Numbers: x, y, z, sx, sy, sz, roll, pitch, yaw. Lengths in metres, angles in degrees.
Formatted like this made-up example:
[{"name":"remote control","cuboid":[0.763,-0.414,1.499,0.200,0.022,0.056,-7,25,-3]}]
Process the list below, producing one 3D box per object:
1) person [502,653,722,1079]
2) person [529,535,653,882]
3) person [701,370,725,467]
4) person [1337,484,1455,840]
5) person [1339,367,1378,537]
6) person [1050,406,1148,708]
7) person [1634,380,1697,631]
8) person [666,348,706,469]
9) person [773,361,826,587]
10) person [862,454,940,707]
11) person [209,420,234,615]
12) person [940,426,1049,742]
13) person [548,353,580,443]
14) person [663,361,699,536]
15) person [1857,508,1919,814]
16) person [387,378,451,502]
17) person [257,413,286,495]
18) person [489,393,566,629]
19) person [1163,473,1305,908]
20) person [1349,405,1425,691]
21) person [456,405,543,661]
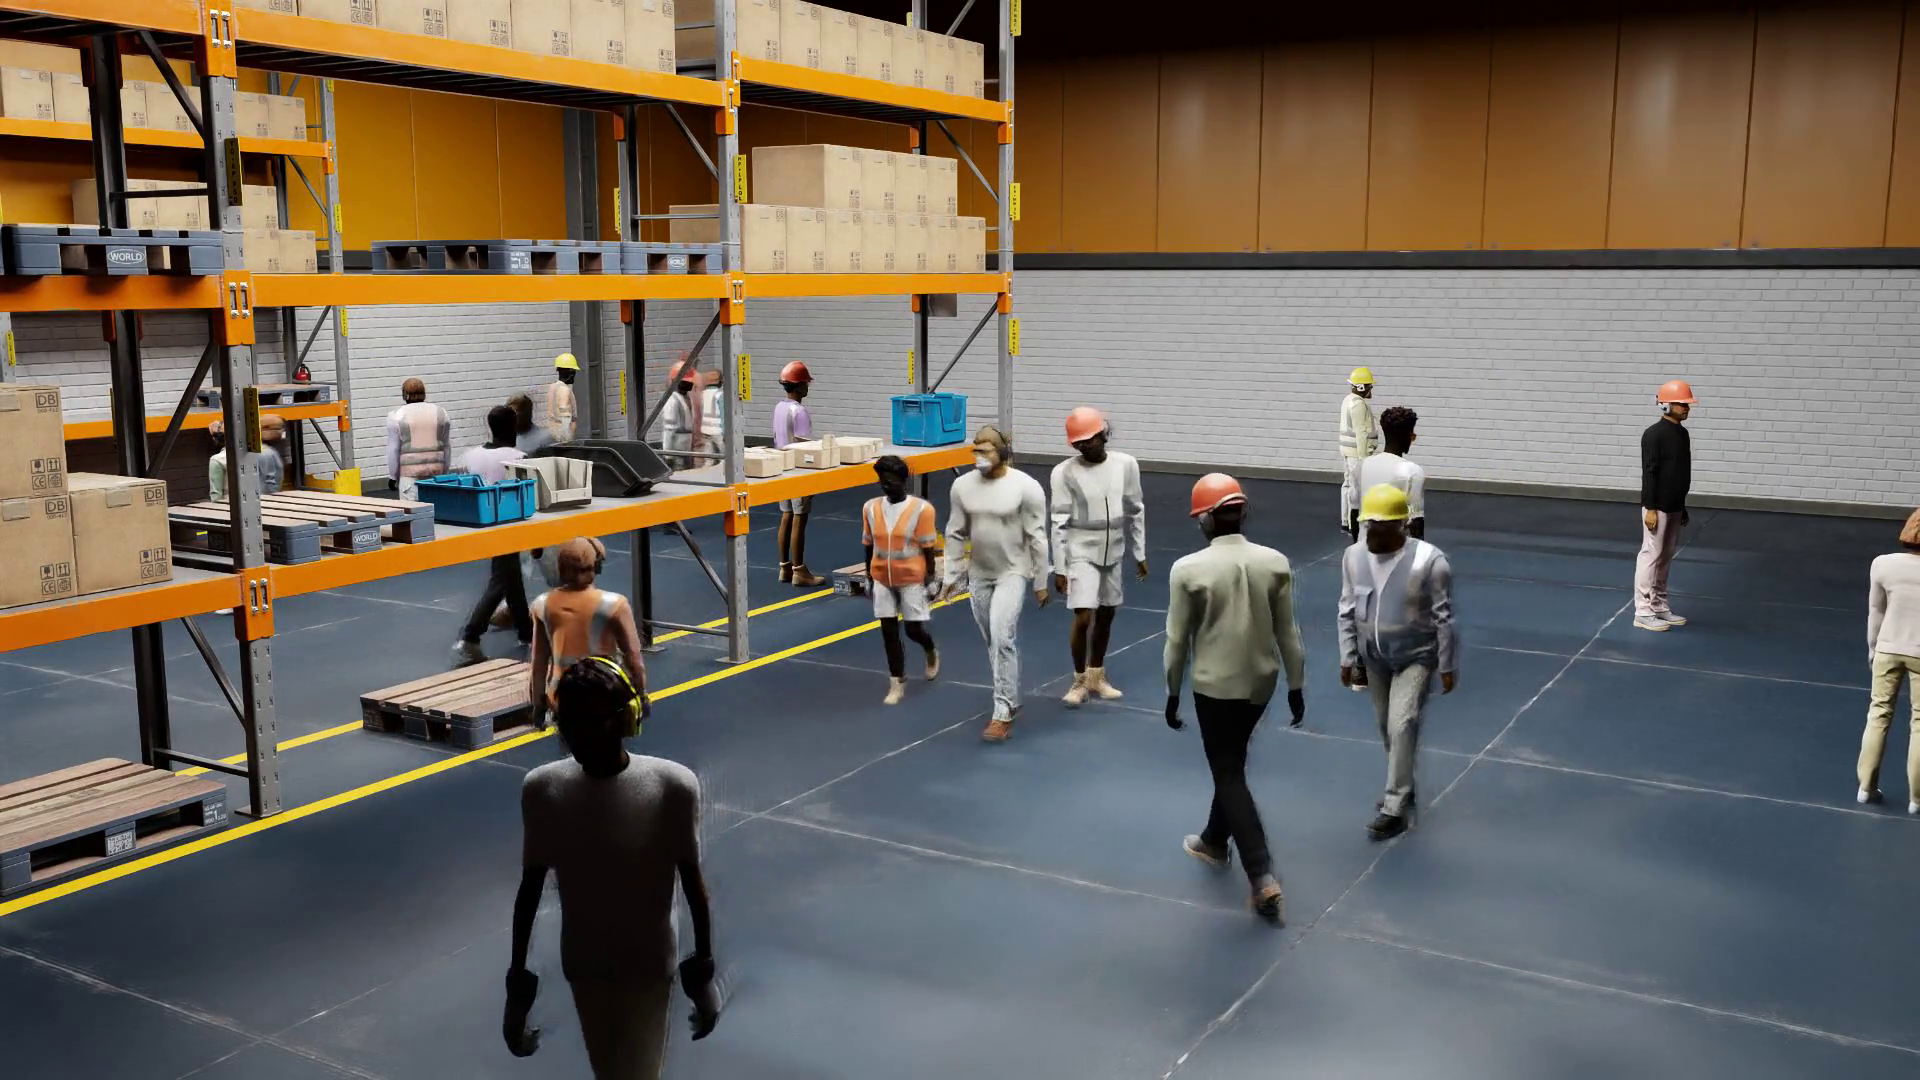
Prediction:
[{"name":"person","cuboid":[-0.962,1.217,4.468,0.544,1.829,0.889,2,9,10]},{"name":"person","cuboid":[-1.771,0.775,7.971,0.522,1.592,0.848,3,10,20]},{"name":"person","cuboid":[-3.110,-1.362,21.221,0.445,1.611,0.577,-7,12,-39]},{"name":"person","cuboid":[2.192,0.599,8.520,0.805,1.782,0.600,-9,12,-43]},{"name":"person","cuboid":[4.317,-0.951,18.006,0.404,1.833,0.586,0,9,-2]},{"name":"person","cuboid":[0.883,0.110,10.880,0.658,1.994,0.510,-4,10,-24]},{"name":"person","cuboid":[5.656,-0.282,13.323,0.609,1.995,0.378,-8,12,-42]},{"name":"person","cuboid":[-3.521,-1.595,21.918,0.715,1.864,0.659,6,11,33]},{"name":"person","cuboid":[-1.479,-0.598,15.132,0.368,2.048,0.607,-5,11,-30]},{"name":"person","cuboid":[-0.367,0.247,11.042,0.534,1.675,0.530,4,10,22]},{"name":"person","cuboid":[-6.067,-0.189,13.883,0.314,1.629,0.509,1,9,6]},{"name":"person","cuboid":[0.170,0.263,10.182,0.648,1.908,0.822,6,11,32]},{"name":"person","cuboid":[-4.563,-1.191,19.216,0.383,1.924,0.589,-4,10,-23]},{"name":"person","cuboid":[-3.086,-0.984,17.986,0.656,1.903,0.591,2,9,12]},{"name":"person","cuboid":[5.044,0.629,8.799,0.282,1.626,0.491,-8,12,-39]},{"name":"person","cuboid":[-5.227,-0.644,16.072,0.621,1.841,0.429,-7,11,-37]},{"name":"person","cuboid":[-6.043,-0.303,14.624,0.303,1.623,0.500,-3,10,-17]},{"name":"person","cuboid":[-3.552,-0.252,13.496,0.648,1.880,1.036,6,11,32]},{"name":"person","cuboid":[1.275,0.670,7.602,0.643,1.936,0.983,-4,10,-21]},{"name":"person","cuboid":[2.884,0.075,11.184,0.362,1.963,0.613,-6,11,-33]},{"name":"person","cuboid":[-3.426,-0.065,12.358,0.607,1.879,0.978,6,11,32]}]
